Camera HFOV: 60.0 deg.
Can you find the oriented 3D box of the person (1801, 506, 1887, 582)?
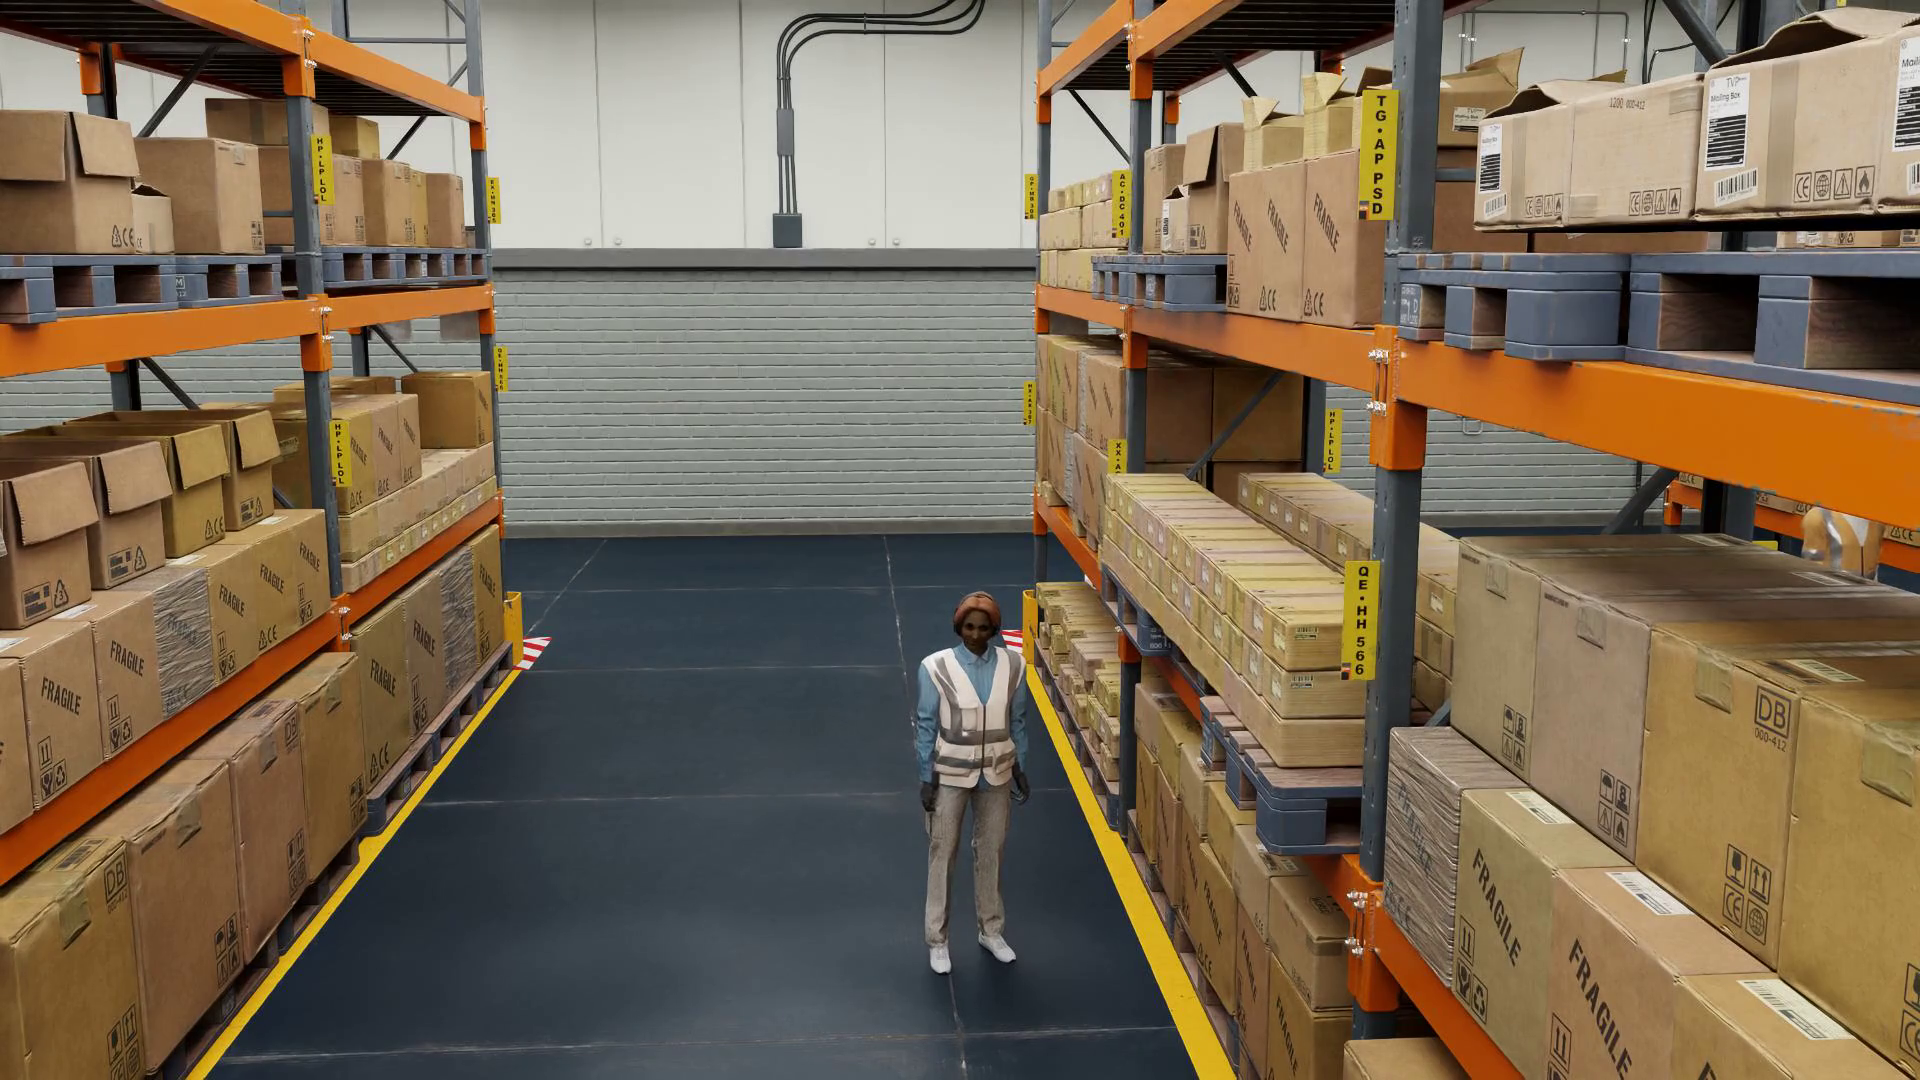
[{"bbox_3d":[5.216,0.411,9.828,0.547,1.938,0.377,-3,10,-15],"label":"person"}]

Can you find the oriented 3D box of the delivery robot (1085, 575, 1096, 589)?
[{"bbox_3d":[1.357,0.408,13.632,0.477,0.478,0.707,-9,13,-43],"label":"delivery robot"}]

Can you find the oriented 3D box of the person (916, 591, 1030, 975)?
[{"bbox_3d":[0.053,1.022,7.110,0.512,1.638,0.312,-4,10,-21],"label":"person"}]
